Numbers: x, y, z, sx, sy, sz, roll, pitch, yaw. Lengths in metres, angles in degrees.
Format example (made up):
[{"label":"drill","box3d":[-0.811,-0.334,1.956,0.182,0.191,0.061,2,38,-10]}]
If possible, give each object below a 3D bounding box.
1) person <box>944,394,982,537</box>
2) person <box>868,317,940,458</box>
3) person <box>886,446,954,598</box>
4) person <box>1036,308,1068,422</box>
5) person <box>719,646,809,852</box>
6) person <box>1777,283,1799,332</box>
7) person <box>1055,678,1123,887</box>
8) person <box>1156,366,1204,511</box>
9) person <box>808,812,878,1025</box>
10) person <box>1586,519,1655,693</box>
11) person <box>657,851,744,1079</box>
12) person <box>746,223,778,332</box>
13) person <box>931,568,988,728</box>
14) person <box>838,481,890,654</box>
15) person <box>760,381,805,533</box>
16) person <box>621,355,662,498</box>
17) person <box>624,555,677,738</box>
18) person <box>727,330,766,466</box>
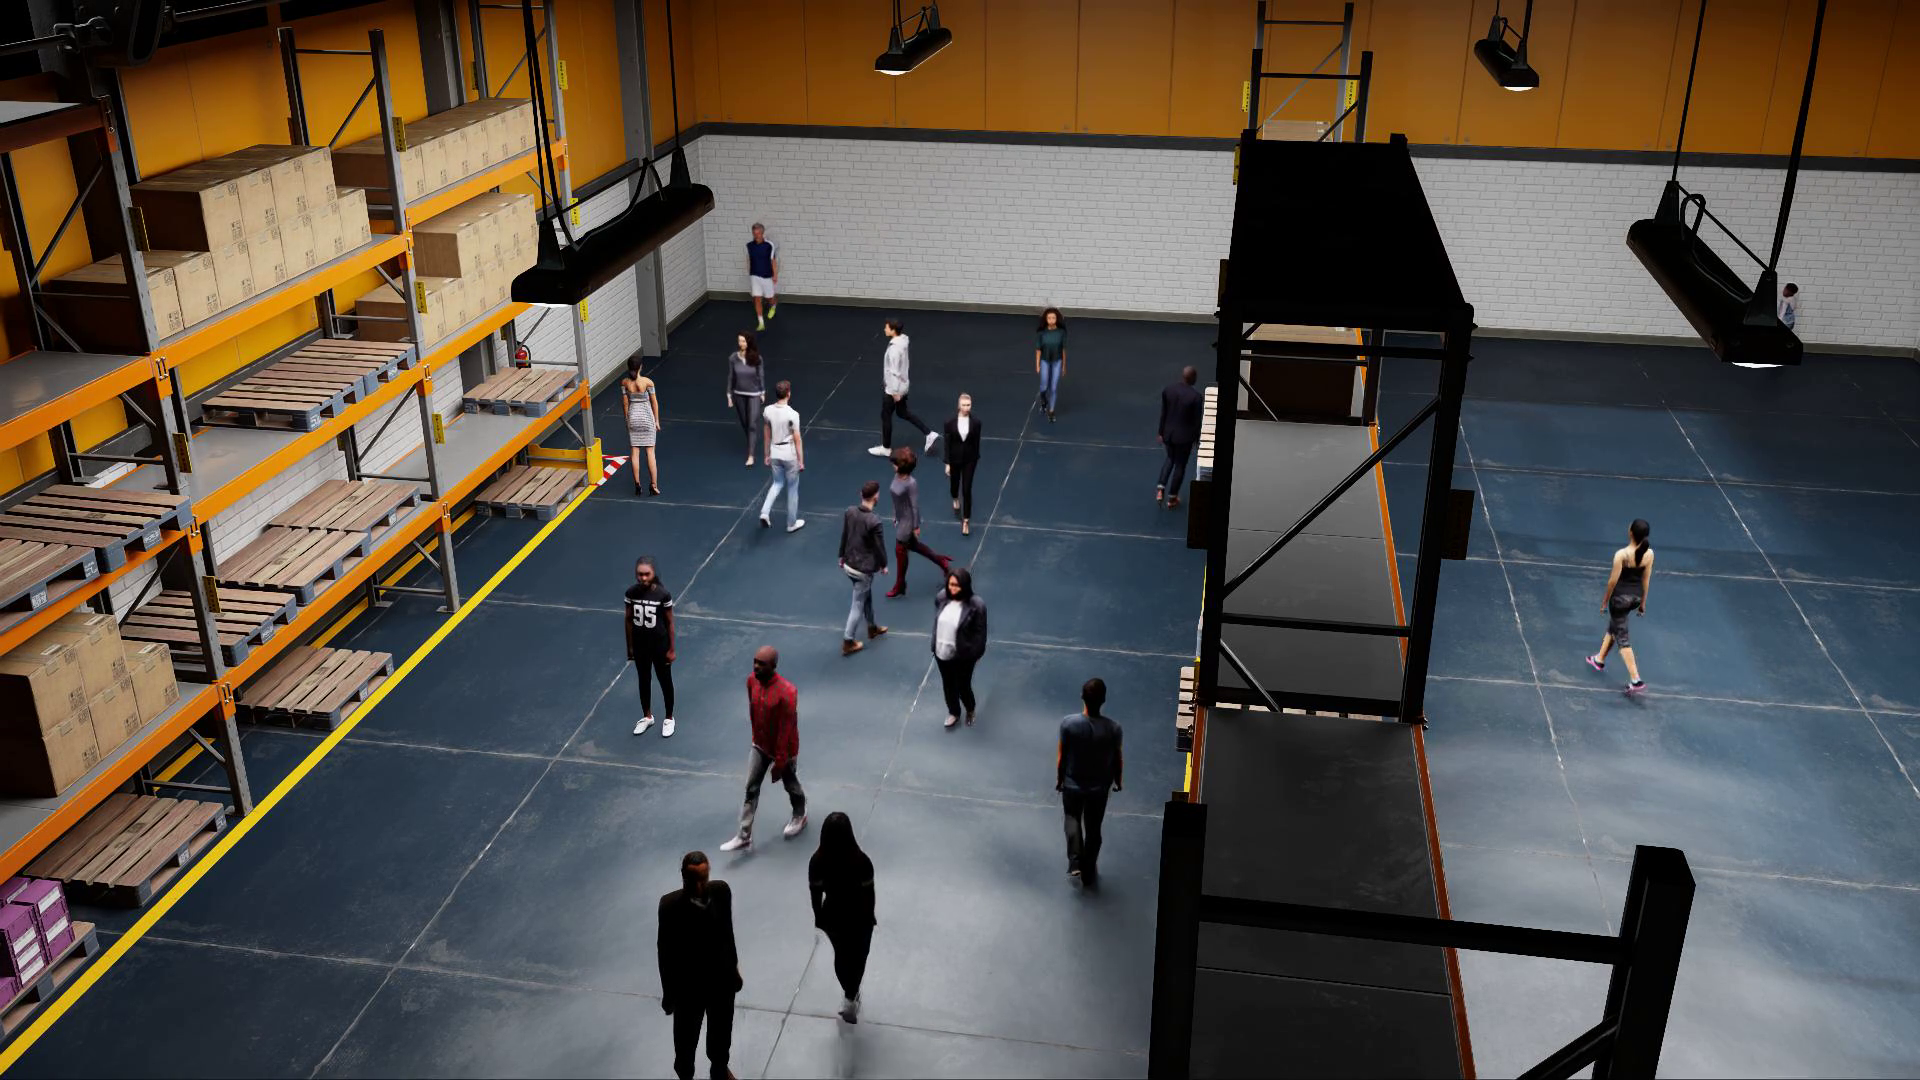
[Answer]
[{"label":"person","box3d":[0.005,-0.927,19.600,0.752,1.676,1.105,-1,24,-2]},{"label":"person","box3d":[-0.726,-1.983,21.736,0.752,1.899,1.089,4,24,10]},{"label":"person","box3d":[-0.486,-0.206,17.934,1.048,1.688,1.090,-11,26,-23]},{"label":"person","box3d":[1.277,-2.476,23.228,0.650,1.607,0.685,0,24,0]},{"label":"person","box3d":[-1.447,1.653,13.572,0.972,1.777,1.253,15,28,30]},{"label":"person","box3d":[12.738,-3.356,25.673,0.568,1.261,0.629,-16,28,-33]},{"label":"person","box3d":[0.979,1.931,12.908,0.662,1.798,0.649,3,24,8]},{"label":"person","box3d":[2.607,-1.202,20.086,0.830,1.791,0.821,16,28,32]},{"label":"person","box3d":[-0.797,2.644,11.491,0.670,1.627,0.873,1,24,3]},{"label":"person","box3d":[6.426,0.655,15.966,0.894,1.687,1.185,-6,24,-14]},{"label":"person","box3d":[-1.668,2.814,10.756,0.797,1.904,0.841,-14,27,-29]},{"label":"person","box3d":[-3.240,-4.338,27.252,0.642,1.795,0.959,4,24,8]},{"label":"person","box3d":[-0.005,0.975,15.362,0.746,1.585,0.755,11,26,24]},{"label":"person","box3d":[-1.054,0.321,16.590,0.958,1.800,1.048,21,31,39]},{"label":"person","box3d":[-2.097,-0.922,19.386,0.837,1.837,0.982,13,27,27]},{"label":"person","box3d":[-3.937,-1.412,20.525,0.608,1.822,0.555,2,24,4]},{"label":"person","box3d":[-2.819,0.968,15.200,0.601,1.728,0.557,4,24,10]},{"label":"person","box3d":[-2.775,-1.911,21.782,0.710,1.731,1.125,1,24,3]}]
